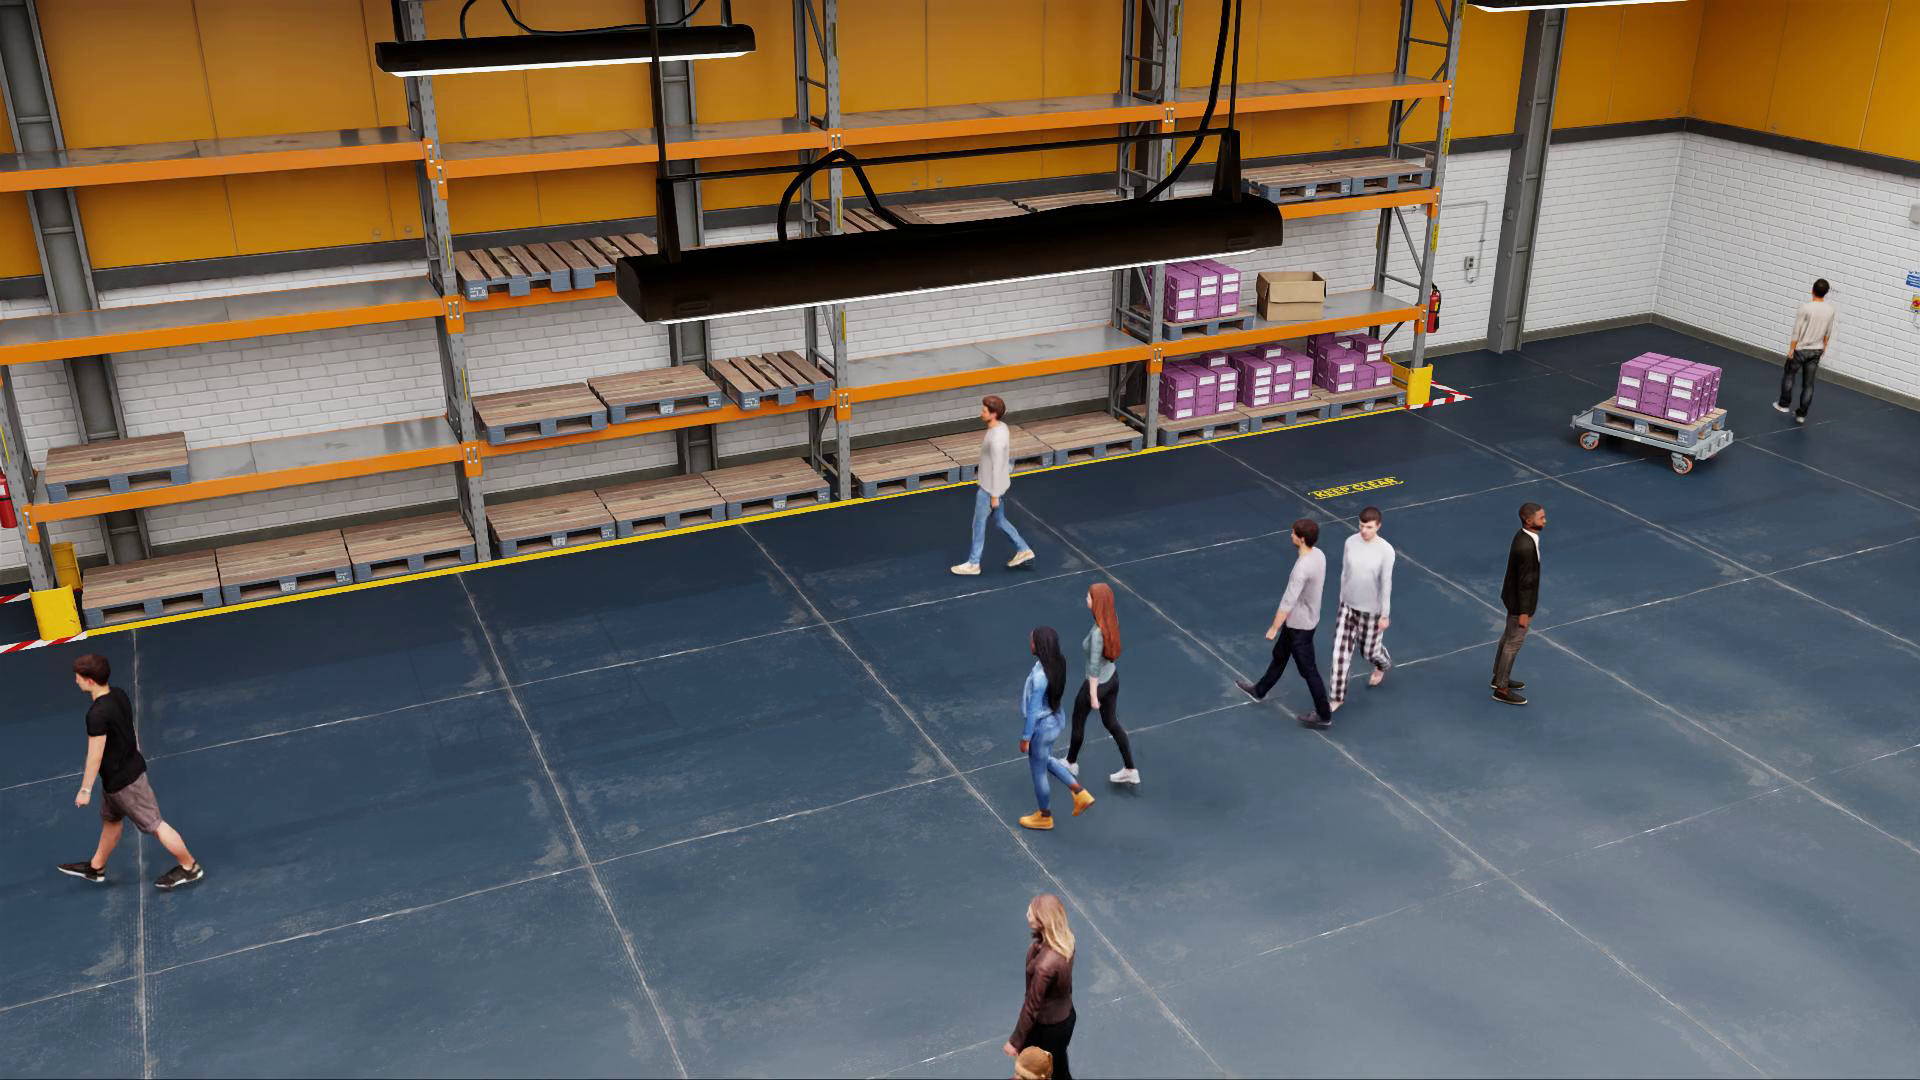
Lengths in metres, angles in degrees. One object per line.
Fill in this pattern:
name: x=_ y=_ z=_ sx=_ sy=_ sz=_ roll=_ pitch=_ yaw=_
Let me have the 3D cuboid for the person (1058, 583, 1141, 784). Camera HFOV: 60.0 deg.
person: x=1.149 y=1.145 z=12.925 sx=1.012 sy=1.717 sz=1.039 roll=14 pitch=27 yaw=28

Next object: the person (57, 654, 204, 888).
person: x=-5.755 y=1.661 z=11.636 sx=1.235 sy=1.804 sz=0.811 roll=-7 pitch=24 yaw=-15

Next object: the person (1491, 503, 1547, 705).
person: x=4.793 y=0.521 z=14.248 sx=0.774 sy=1.800 sz=0.739 roll=6 pitch=24 yaw=13

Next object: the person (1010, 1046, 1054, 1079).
person: x=0.372 y=3.194 z=8.746 sx=0.562 sy=1.311 sz=0.596 roll=19 pitch=30 yaw=36

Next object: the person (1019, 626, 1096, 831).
person: x=0.718 y=1.432 z=12.291 sx=0.927 sy=1.698 sz=0.868 roll=9 pitch=25 yaw=20

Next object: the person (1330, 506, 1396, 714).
person: x=3.481 y=0.551 z=14.171 sx=0.973 sy=1.808 sz=1.218 roll=17 pitch=29 yaw=34

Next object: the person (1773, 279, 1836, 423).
person: x=10.645 y=-2.343 z=20.808 sx=0.908 sy=1.793 sz=0.932 roll=1 pitch=24 yaw=2

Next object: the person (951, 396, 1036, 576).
person: x=0.399 y=-0.541 z=16.578 sx=1.181 sy=1.880 sz=1.009 roll=2 pitch=24 yaw=5

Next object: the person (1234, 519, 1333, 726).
person: x=2.917 y=0.722 z=13.789 sx=1.179 sy=1.801 sz=1.170 roll=11 pitch=26 yaw=23

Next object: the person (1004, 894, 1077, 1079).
person: x=0.594 y=2.746 z=9.310 sx=1.024 sy=1.678 sz=0.936 roll=6 pitch=24 yaw=13
